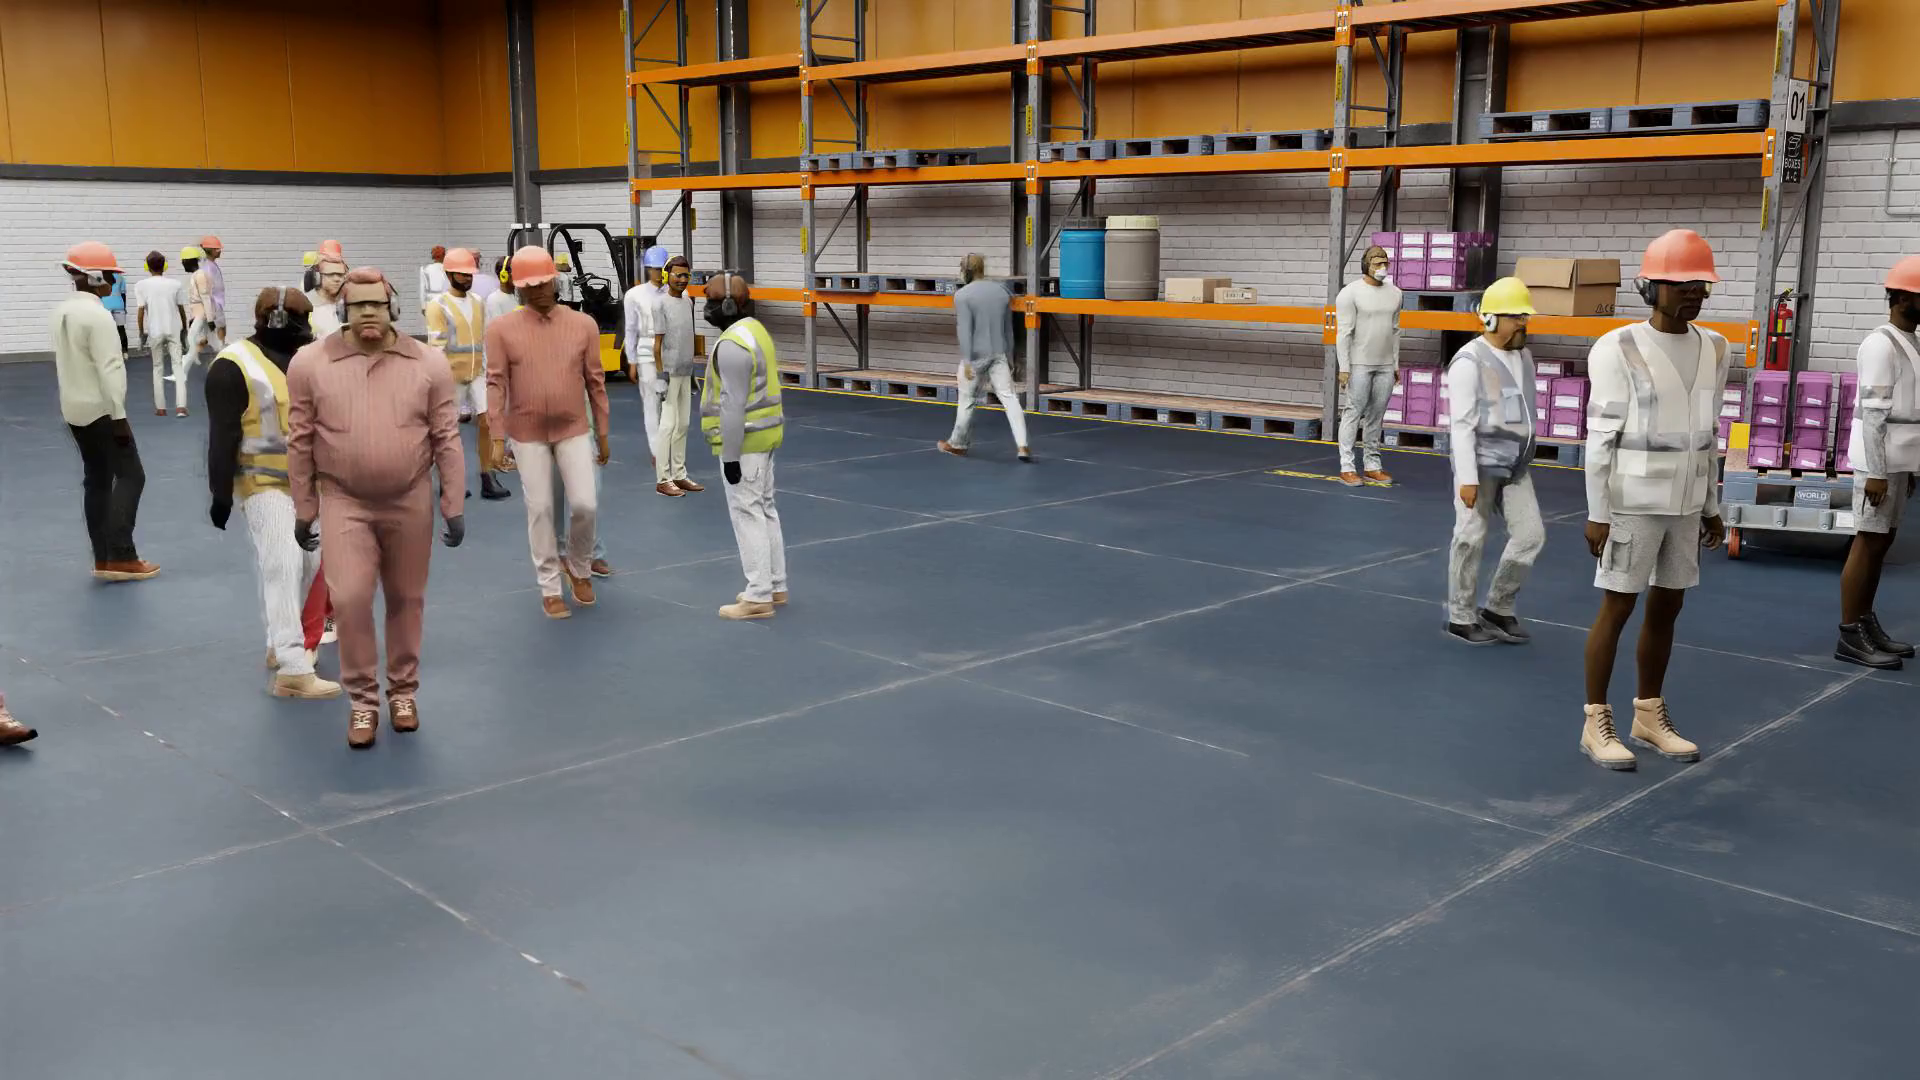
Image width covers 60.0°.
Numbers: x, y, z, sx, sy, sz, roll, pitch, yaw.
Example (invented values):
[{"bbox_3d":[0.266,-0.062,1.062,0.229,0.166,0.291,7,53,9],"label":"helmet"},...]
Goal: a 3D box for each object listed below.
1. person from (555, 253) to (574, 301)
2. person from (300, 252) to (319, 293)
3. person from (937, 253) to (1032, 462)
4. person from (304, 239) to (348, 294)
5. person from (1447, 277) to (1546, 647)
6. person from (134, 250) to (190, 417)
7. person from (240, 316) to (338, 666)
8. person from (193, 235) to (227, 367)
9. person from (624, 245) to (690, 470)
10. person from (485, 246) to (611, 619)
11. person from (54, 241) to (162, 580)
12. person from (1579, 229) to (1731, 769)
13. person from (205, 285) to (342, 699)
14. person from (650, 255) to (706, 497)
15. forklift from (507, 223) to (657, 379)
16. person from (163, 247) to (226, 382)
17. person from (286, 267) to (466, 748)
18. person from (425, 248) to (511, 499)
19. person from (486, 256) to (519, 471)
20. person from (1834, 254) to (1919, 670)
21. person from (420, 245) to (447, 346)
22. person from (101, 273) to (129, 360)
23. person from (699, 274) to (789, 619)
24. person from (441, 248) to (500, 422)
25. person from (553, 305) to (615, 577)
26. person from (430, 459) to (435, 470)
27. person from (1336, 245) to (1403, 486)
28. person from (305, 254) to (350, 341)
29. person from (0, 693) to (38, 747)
[{"bbox_3d":[-6.019,-3.484,25.351,0.306,1.745,0.483,-8,13,-37],"label":"person"},{"bbox_3d":[-8.404,-2.826,21.594,0.772,1.801,0.593,3,11,18],"label":"person"},{"bbox_3d":[0.253,-1.632,14.956,0.674,1.878,1.081,-7,13,-35],"label":"person"},{"bbox_3d":[-7.316,-2.512,19.400,0.632,1.976,0.710,-5,12,-27],"label":"person"},{"bbox_3d":[2.632,-0.359,8.104,0.628,1.814,0.518,-8,13,-36],"label":"person"},{"bbox_3d":[-8.891,-2.282,18.539,0.547,1.884,0.472,-5,12,-25],"label":"person"},{"bbox_3d":[-3.137,-0.277,7.943,0.541,1.713,0.926,0,10,0],"label":"person"},{"bbox_3d":[-11.161,-3.506,24.720,0.709,2.025,0.612,-3,11,-15],"label":"person"},{"bbox_3d":[-2.608,-1.576,14.427,0.608,1.936,0.507,-5,11,-23],"label":"person"},{"bbox_3d":[-2.173,-0.559,8.809,0.650,1.967,0.427,-4,11,-18],"label":"person"},{"bbox_3d":[-5.043,-0.749,9.771,0.645,1.987,0.429,9,13,39],"label":"person"},{"bbox_3d":[2.661,-0.144,6.320,0.616,2.041,0.381,-4,11,-19],"label":"person"},{"bbox_3d":[-3.011,-0.230,7.501,0.689,1.798,0.660,4,11,22],"label":"person"},{"bbox_3d":[-2.208,-1.279,13.000,0.310,1.865,0.532,4,11,23],"label":"person"},{"bbox_3d":[-5.316,-3.263,22.920,2.313,2.155,1.214,-10,14,-44],"label":"forklift"},{"bbox_3d":[-10.549,-3.129,23.088,1.011,1.866,0.596,-5,12,-27],"label":"person"},{"bbox_3d":[-2.299,-0.124,6.621,0.671,1.887,0.659,-4,11,-23],"label":"person"},{"bbox_3d":[-3.739,-1.240,12.632,0.770,1.915,0.594,6,12,31],"label":"person"},{"bbox_3d":[-3.838,-1.497,14.250,0.563,1.846,0.544,1,10,8],"label":"person"},{"bbox_3d":[4.400,-0.368,7.840,0.366,1.935,0.543,9,14,41],"label":"person"},{"bbox_3d":[-8.103,-3.642,25.880,0.578,1.866,0.802,-2,11,-12],"label":"person"},{"bbox_3d":[-13.710,-3.735,26.847,0.317,1.695,0.540,9,14,39],"label":"person"},{"bbox_3d":[-1.165,-0.495,8.870,0.432,1.828,0.634,1,10,5],"label":"person"},{"bbox_3d":[-5.208,-2.170,17.785,0.681,1.885,0.645,-4,11,-22],"label":"person"},{"bbox_3d":[-2.297,-0.568,9.805,0.532,1.603,0.716,-6,12,-29],"label":"person"},{"bbox_3d":[-4.673,-1.255,13.223,0.822,1.729,0.515,-4,11,-19],"label":"person"},{"bbox_3d":[3.323,-1.407,13.491,0.635,1.939,0.362,-5,12,-26],"label":"person"},{"bbox_3d":[-4.372,-1.049,11.651,0.662,1.894,0.518,-7,12,-32],"label":"person"},{"bbox_3d":[-4.168,-0.086,6.572,1.052,1.839,0.669,6,12,30],"label":"person"}]
